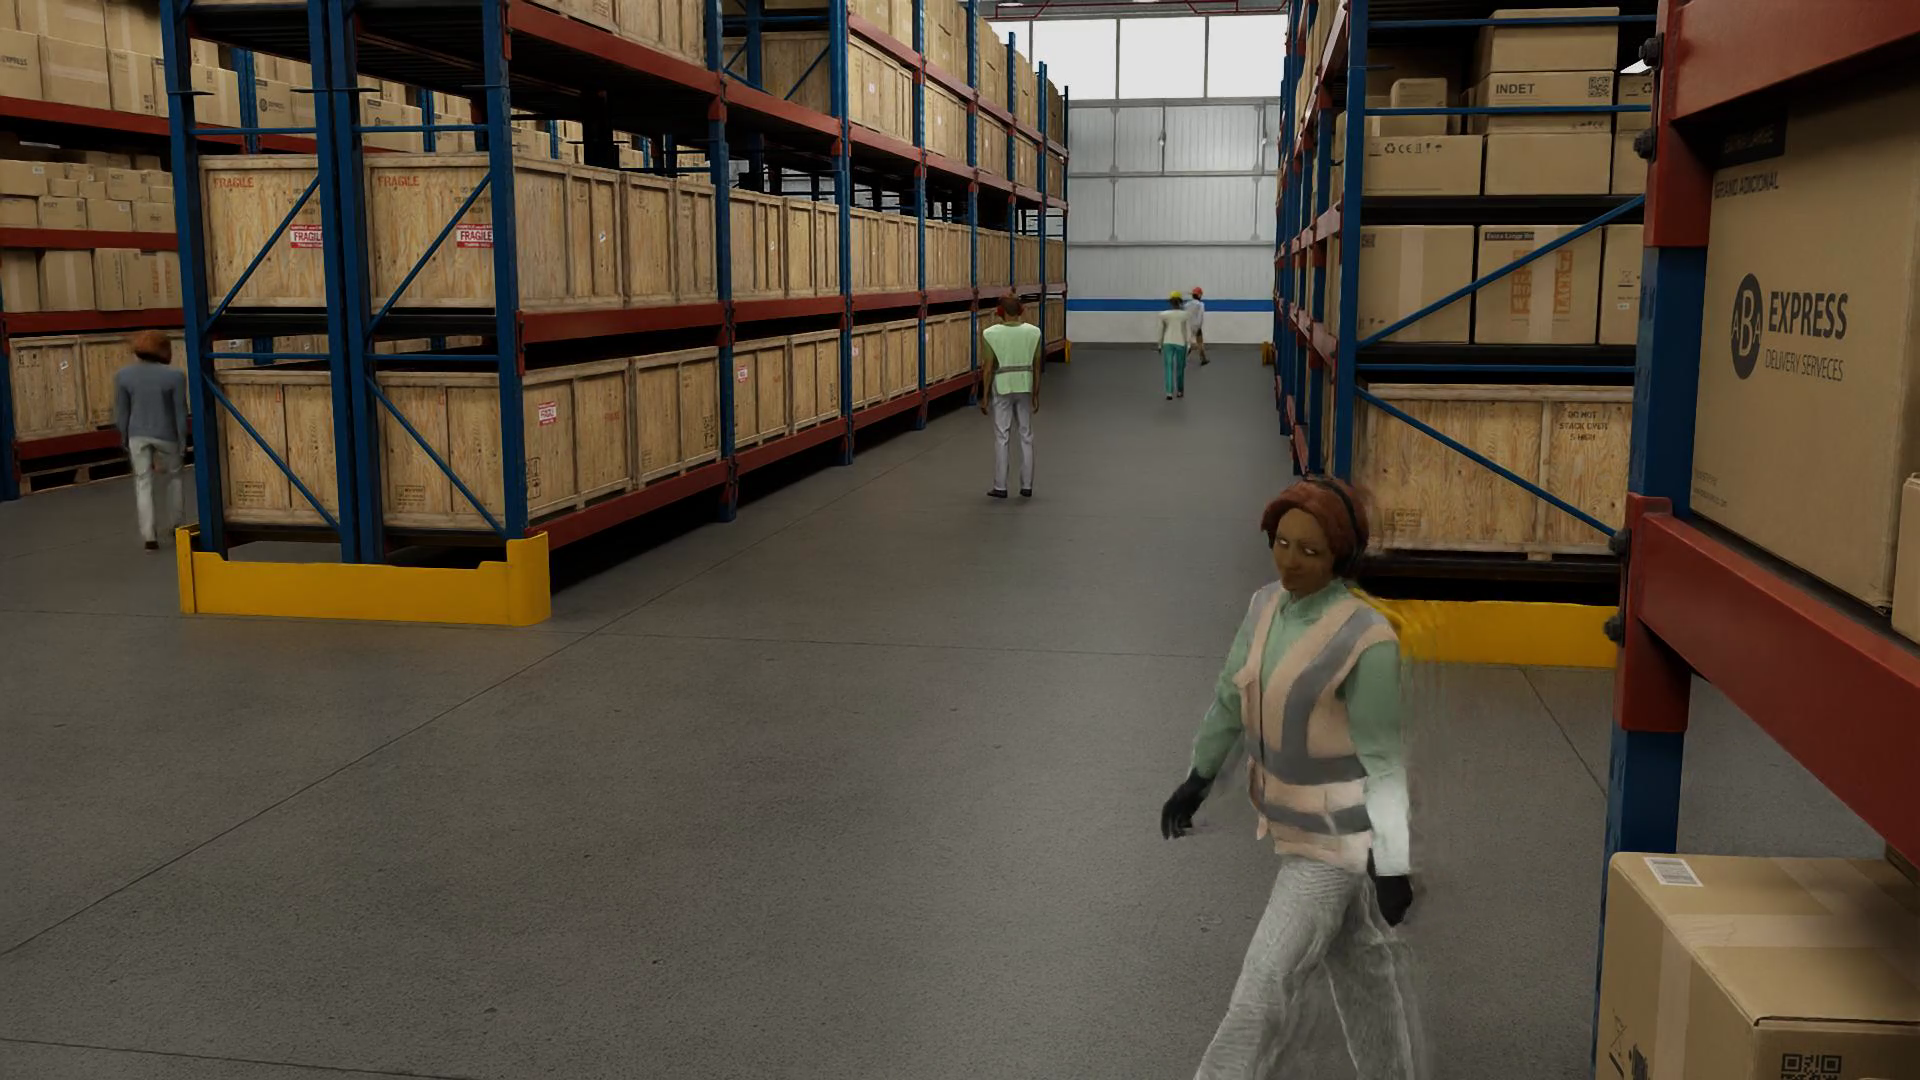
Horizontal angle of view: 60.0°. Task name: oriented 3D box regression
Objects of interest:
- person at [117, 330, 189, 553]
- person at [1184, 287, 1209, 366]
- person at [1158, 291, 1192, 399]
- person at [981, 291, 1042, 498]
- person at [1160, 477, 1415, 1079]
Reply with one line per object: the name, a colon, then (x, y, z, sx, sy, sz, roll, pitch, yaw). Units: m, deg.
person: (-5.887, -0.736, 12.200, 0.519, 1.591, 0.786, -2, 9, -12)
person: (5.040, -4.599, 35.887, 0.542, 1.701, 0.923, 9, 13, 44)
person: (3.428, -3.109, 26.573, 0.543, 1.713, 0.931, 2, 9, 13)
person: (0.463, -1.293, 14.901, 0.565, 1.849, 0.390, -3, 10, -20)
person: (0.697, 0.649, 3.636, 0.852, 1.587, 0.592, -2, 9, -12)
